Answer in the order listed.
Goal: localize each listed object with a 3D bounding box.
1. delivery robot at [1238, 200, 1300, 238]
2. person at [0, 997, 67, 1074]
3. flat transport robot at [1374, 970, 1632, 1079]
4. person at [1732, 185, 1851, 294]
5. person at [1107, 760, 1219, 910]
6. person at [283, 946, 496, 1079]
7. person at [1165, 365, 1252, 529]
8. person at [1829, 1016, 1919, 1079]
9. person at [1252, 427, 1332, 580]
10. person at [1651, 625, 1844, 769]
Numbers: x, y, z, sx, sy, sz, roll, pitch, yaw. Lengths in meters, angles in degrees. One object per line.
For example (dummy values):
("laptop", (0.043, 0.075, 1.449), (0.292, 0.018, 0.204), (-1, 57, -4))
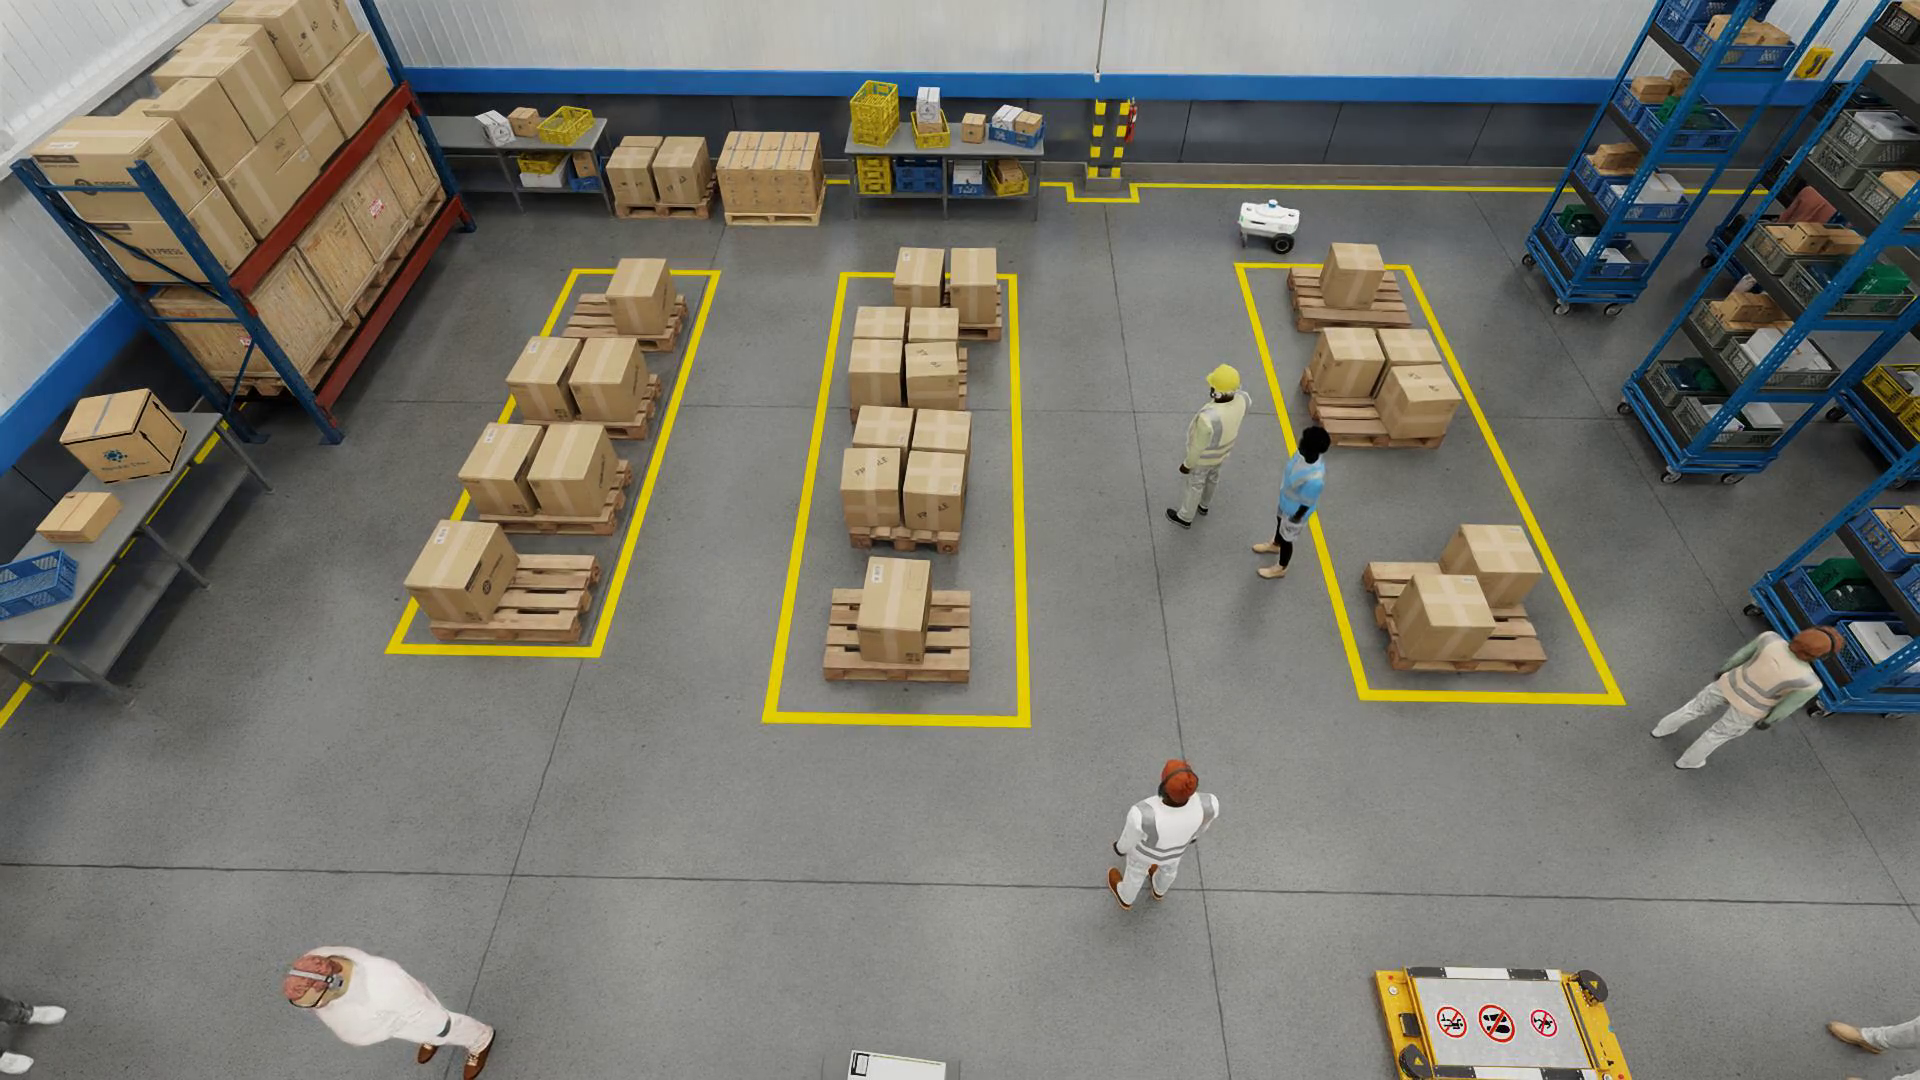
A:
("delivery robot", (3.873, -4.030, 11.513), (0.707, 0.478, 0.477), (13, 52, 10))
("person", (-6.115, 2.691, 5.230), (0.407, 1.907, 0.597), (2, 51, 2))
("flat transport robot", (3.501, 3.133, 5.914), (1.431, 0.197, 0.652), (1, 51, 1))
("person", (9.069, -3.169, 9.958), (0.412, 1.982, 0.623), (-20, 54, -16))
("person", (1.267, 1.916, 5.872), (0.574, 1.886, 0.356), (-10, 51, -8))
("person", (-3.235, 2.703, 5.226), (0.648, 1.900, 0.400), (13, 52, 10))
("person", (2.194, -0.816, 8.133), (0.586, 1.833, 0.403), (-32, 58, -23))
("person", (5.792, 2.806, 5.174), (0.429, 1.841, 0.633), (13, 52, 11))
("person", (2.851, -0.317, 7.818), (0.319, 1.692, 0.540), (3, 51, 3))
("person", (5.704, 1.139, 6.669), (0.315, 1.632, 0.519), (-9, 51, -7))
